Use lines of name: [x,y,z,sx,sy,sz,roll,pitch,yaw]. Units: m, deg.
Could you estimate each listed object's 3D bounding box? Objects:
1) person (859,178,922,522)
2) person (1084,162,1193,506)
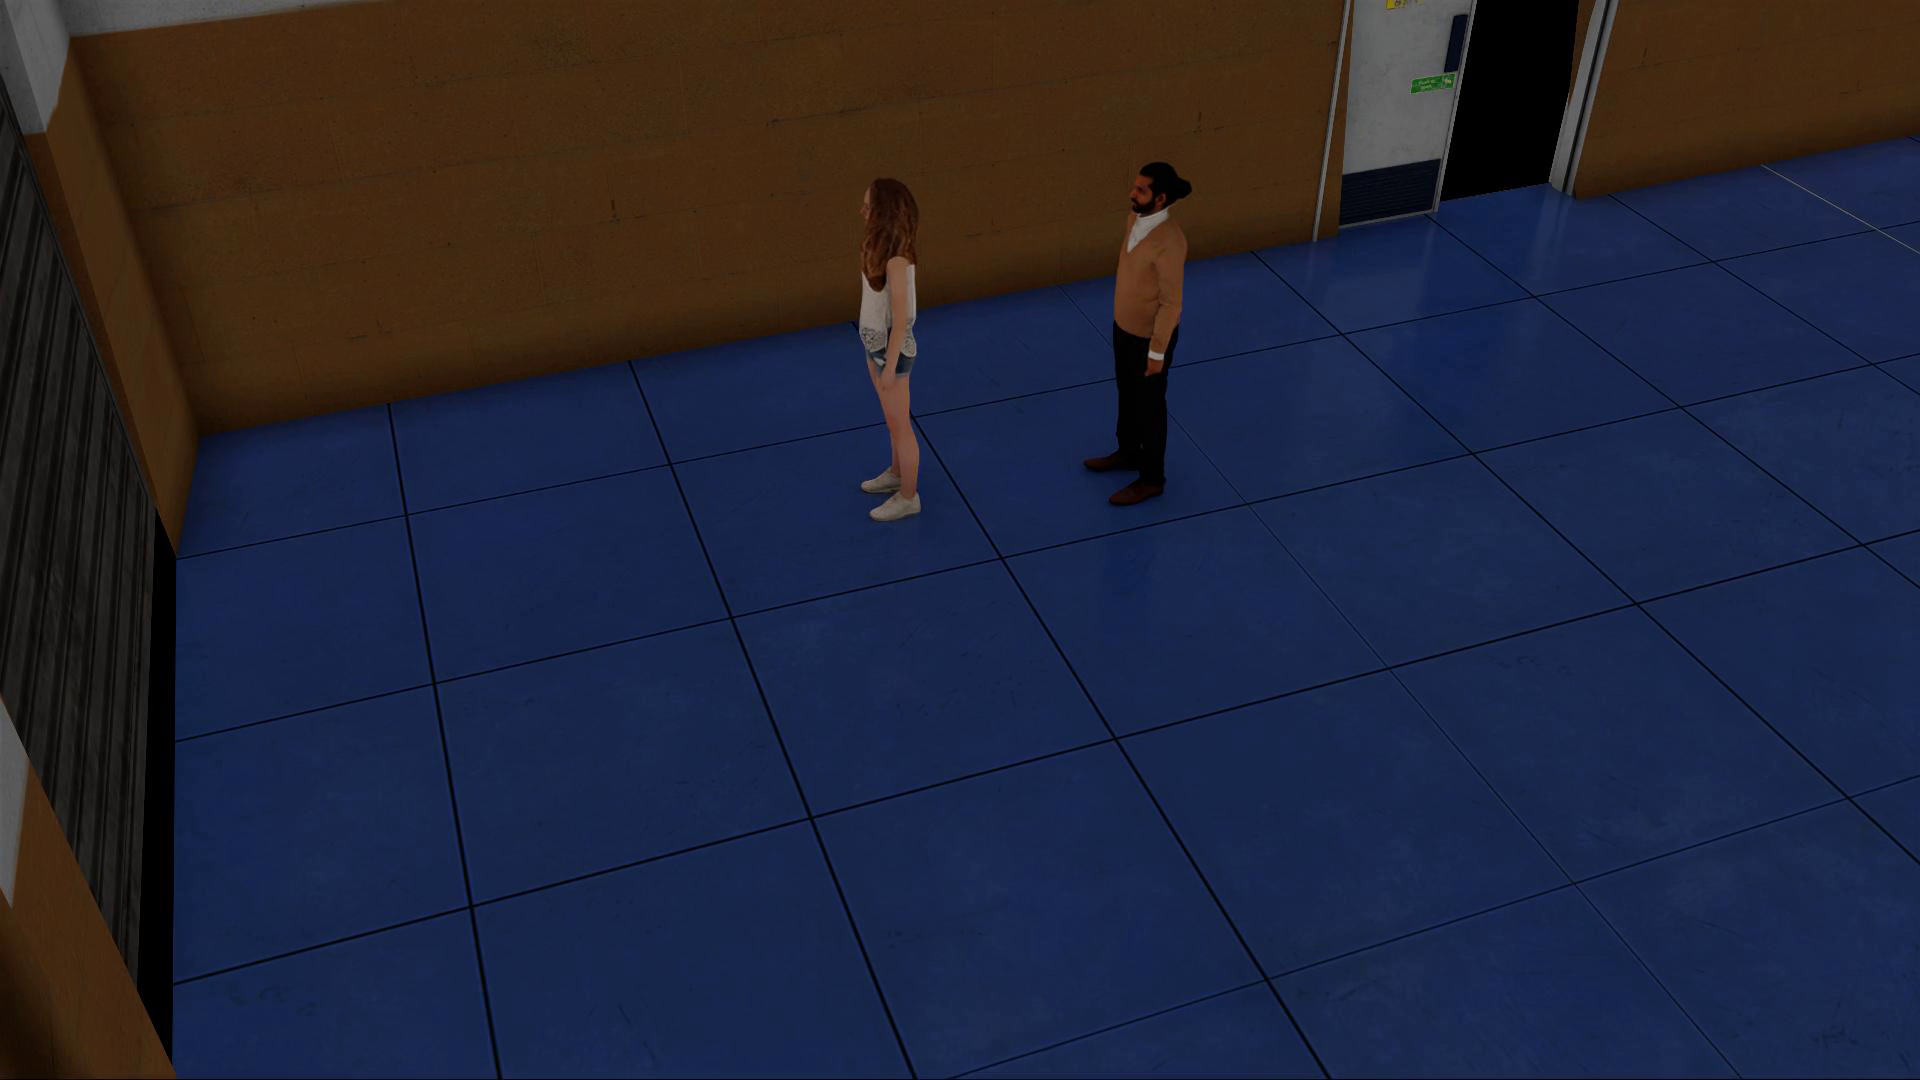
person: [-0.313,-0.894,7.874,0.657,1.759,0.502,-7,37,-9]
person: [0.892,-1.001,8.021,0.703,1.755,0.508,-12,38,-15]
